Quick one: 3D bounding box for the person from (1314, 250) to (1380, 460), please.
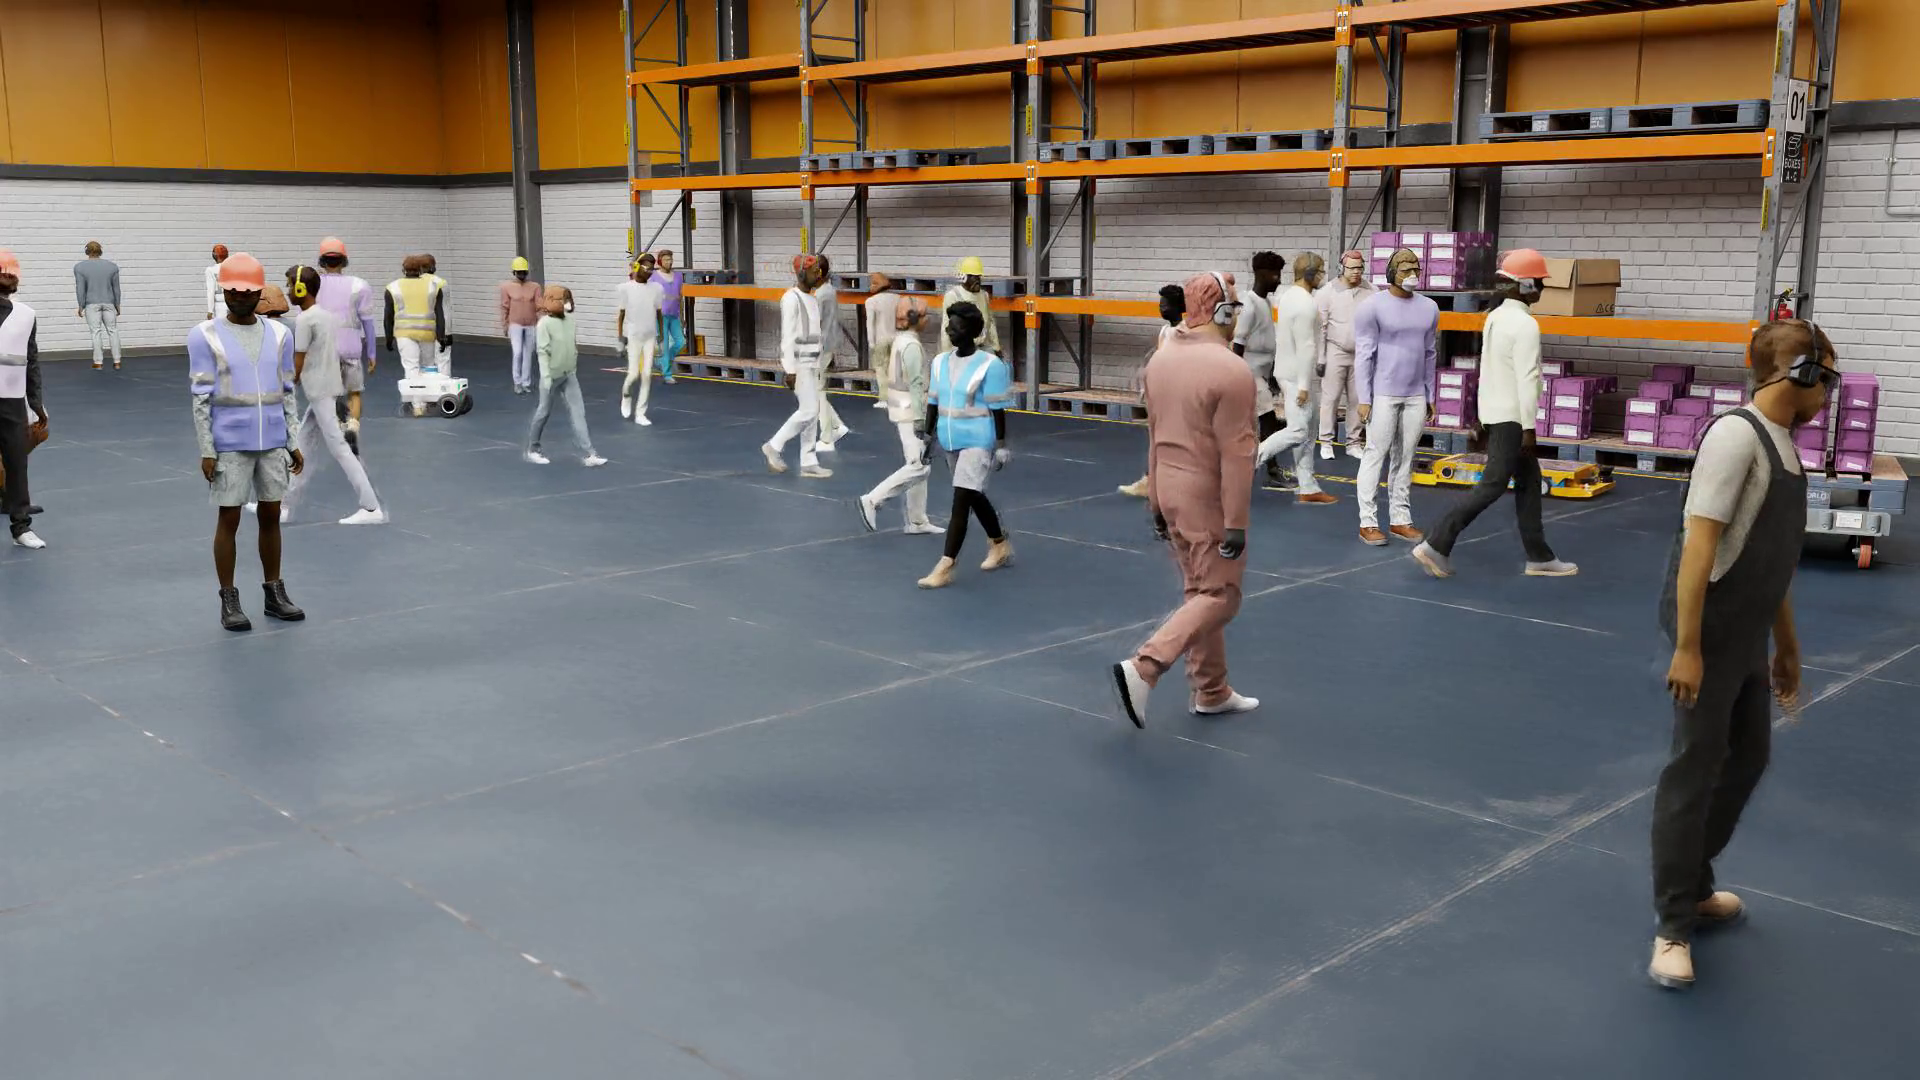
[{"bbox_3d":[3.494,-1.657,15.011,0.633,1.891,0.393,-2,11,-11],"label":"person"}]

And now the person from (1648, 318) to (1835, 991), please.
[{"bbox_3d":[2.097,0.305,4.561,0.344,1.803,0.660,10,14,43],"label":"person"}]

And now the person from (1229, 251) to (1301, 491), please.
[{"bbox_3d":[2.247,-1.351,13.303,1.016,1.919,0.624,4,11,19],"label":"person"}]

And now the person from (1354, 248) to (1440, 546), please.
[{"bbox_3d":[2.868,-0.936,10.927,0.629,1.940,0.372,-4,11,-23],"label":"person"}]

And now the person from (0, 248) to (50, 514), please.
[{"bbox_3d":[-6.889,-1.131,12.026,0.451,1.926,0.557,0,10,1],"label":"person"}]

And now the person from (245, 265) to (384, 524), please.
[{"bbox_3d":[-4.526,-0.989,11.571,0.968,1.809,0.502,-2,11,-9],"label":"person"}]

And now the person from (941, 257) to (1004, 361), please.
[{"bbox_3d":[0.182,-1.913,16.634,0.854,1.794,0.613,8,13,38],"label":"person"}]

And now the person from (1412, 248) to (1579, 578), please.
[{"bbox_3d":[3.169,-0.726,9.748,0.987,1.961,0.626,0,10,0],"label":"person"}]

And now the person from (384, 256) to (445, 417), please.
[{"bbox_3d":[-6.137,-2.291,18.722,0.644,1.795,0.953,-4,11,-23],"label":"person"}]

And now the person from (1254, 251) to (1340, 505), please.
[{"bbox_3d":[2.439,-1.193,12.410,0.799,1.914,0.632,0,10,-2],"label":"person"}]

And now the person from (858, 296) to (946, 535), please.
[{"bbox_3d":[-0.378,-0.814,11.106,0.536,1.621,0.529,-1,10,-8],"label":"person"}]

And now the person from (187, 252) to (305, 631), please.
[{"bbox_3d":[-3.664,-0.509,8.609,0.376,1.934,0.547,9,14,42],"label":"person"}]

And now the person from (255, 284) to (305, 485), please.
[{"bbox_3d":[-5.466,-1.222,13.311,0.284,1.636,0.500,2,11,12],"label":"person"}]

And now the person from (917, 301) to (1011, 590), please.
[{"bbox_3d":[0.047,-0.578,9.761,0.536,1.654,0.888,9,14,42],"label":"person"}]

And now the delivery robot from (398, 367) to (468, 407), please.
[{"bbox_3d":[-5.885,-1.694,18.582,0.707,0.478,0.477,0,10,0],"label":"delivery robot"}]

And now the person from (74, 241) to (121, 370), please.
[{"bbox_3d":[-12.999,-3.538,25.115,0.628,1.940,0.378,-9,14,-41],"label":"person"}]

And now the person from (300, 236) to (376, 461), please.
[{"bbox_3d":[-5.515,-1.677,14.764,0.622,2.025,0.711,-3,11,-17],"label":"person"}]

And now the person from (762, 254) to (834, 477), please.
[{"bbox_3d":[-1.338,-1.439,13.864,0.489,1.868,0.604,3,11,16],"label":"person"}]

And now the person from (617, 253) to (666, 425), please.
[{"bbox_3d":[-3.445,-2.158,17.869,0.515,1.843,0.504,-6,12,-28],"label":"person"}]

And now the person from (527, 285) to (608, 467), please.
[{"bbox_3d":[-3.508,-1.432,14.582,0.878,1.589,0.515,6,12,31],"label":"person"}]

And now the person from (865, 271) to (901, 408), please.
[{"bbox_3d":[-0.823,-2.310,19.310,0.551,1.604,0.638,-6,12,-31],"label":"person"}]

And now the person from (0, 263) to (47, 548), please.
[{"bbox_3d":[-6.188,-0.876,10.660,0.395,1.917,0.590,10,14,42],"label":"person"}]

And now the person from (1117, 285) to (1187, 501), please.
[{"bbox_3d":[1.637,-1.125,12.742,0.854,1.641,0.526,-2,11,-9],"label":"person"}]

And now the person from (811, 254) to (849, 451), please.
[{"bbox_3d":[-1.328,-1.741,15.560,0.388,1.852,0.544,1,10,8],"label":"person"}]

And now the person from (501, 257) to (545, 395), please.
[{"bbox_3d":[-5.547,-2.723,21.194,0.525,1.743,0.557,-6,12,-31],"label":"person"}]

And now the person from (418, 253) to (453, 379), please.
[{"bbox_3d":[-6.317,-2.496,19.770,0.643,1.819,0.809,2,11,12],"label":"person"}]

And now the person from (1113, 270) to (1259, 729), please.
[{"bbox_3d":[0.946,-0.149,6.790,0.747,1.885,0.650,-5,12,-26],"label":"person"}]

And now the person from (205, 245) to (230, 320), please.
[{"bbox_3d":[-10.925,-3.441,24.738,0.352,1.881,0.576,7,13,34],"label":"person"}]

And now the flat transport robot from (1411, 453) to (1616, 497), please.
[{"bbox_3d":[4.408,-0.530,13.264,1.431,0.197,0.652,8,13,36],"label":"flat transport robot"}]

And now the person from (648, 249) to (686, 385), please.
[{"bbox_3d":[-3.981,-3.026,22.603,0.598,1.832,0.437,-10,14,-42],"label":"person"}]
